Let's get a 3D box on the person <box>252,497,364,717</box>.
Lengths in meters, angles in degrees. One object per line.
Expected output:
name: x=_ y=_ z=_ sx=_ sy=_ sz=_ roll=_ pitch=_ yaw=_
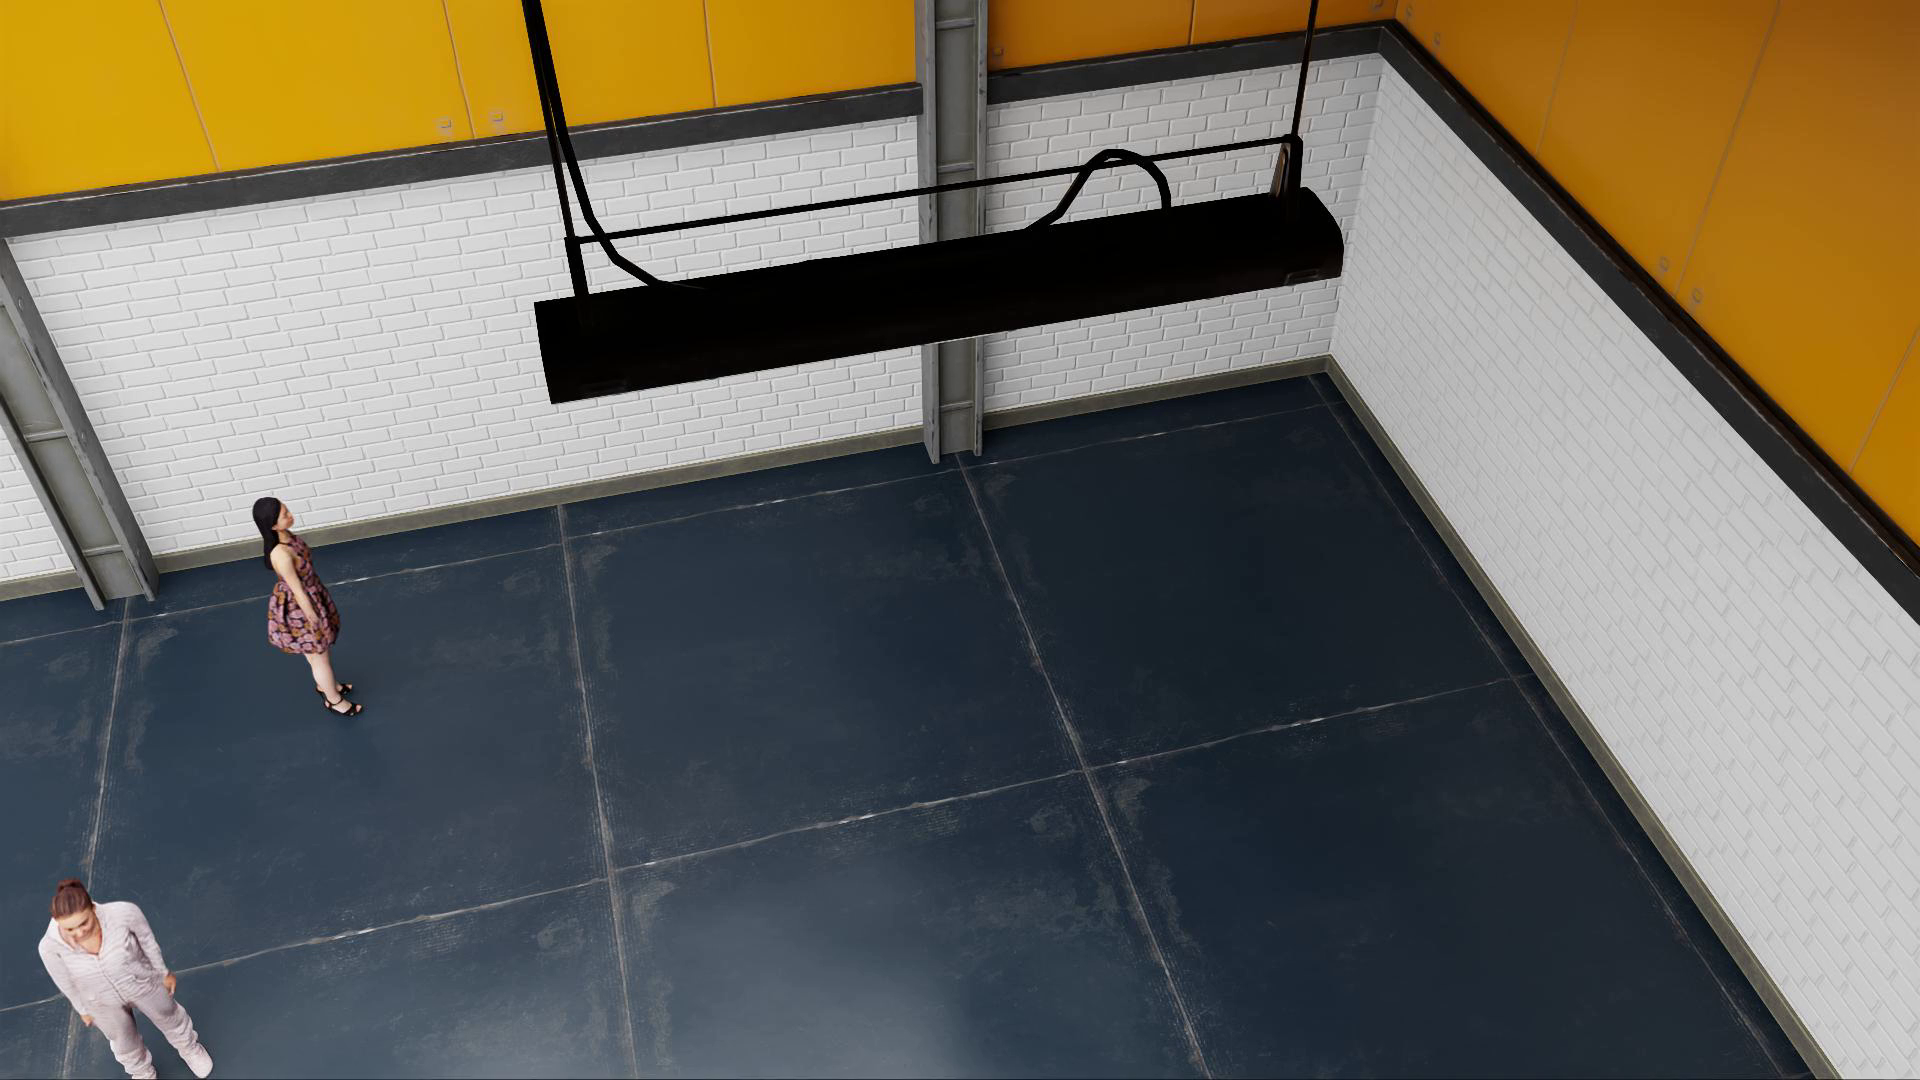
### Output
person: x=-4.067 y=0.415 z=10.341 sx=0.724 sy=1.774 sz=0.714 roll=-18 pitch=47 yaw=-18

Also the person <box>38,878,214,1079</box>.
person: x=-4.267 y=2.260 z=8.462 sx=0.620 sy=1.692 sz=0.766 roll=-25 pitch=49 yaw=-24
